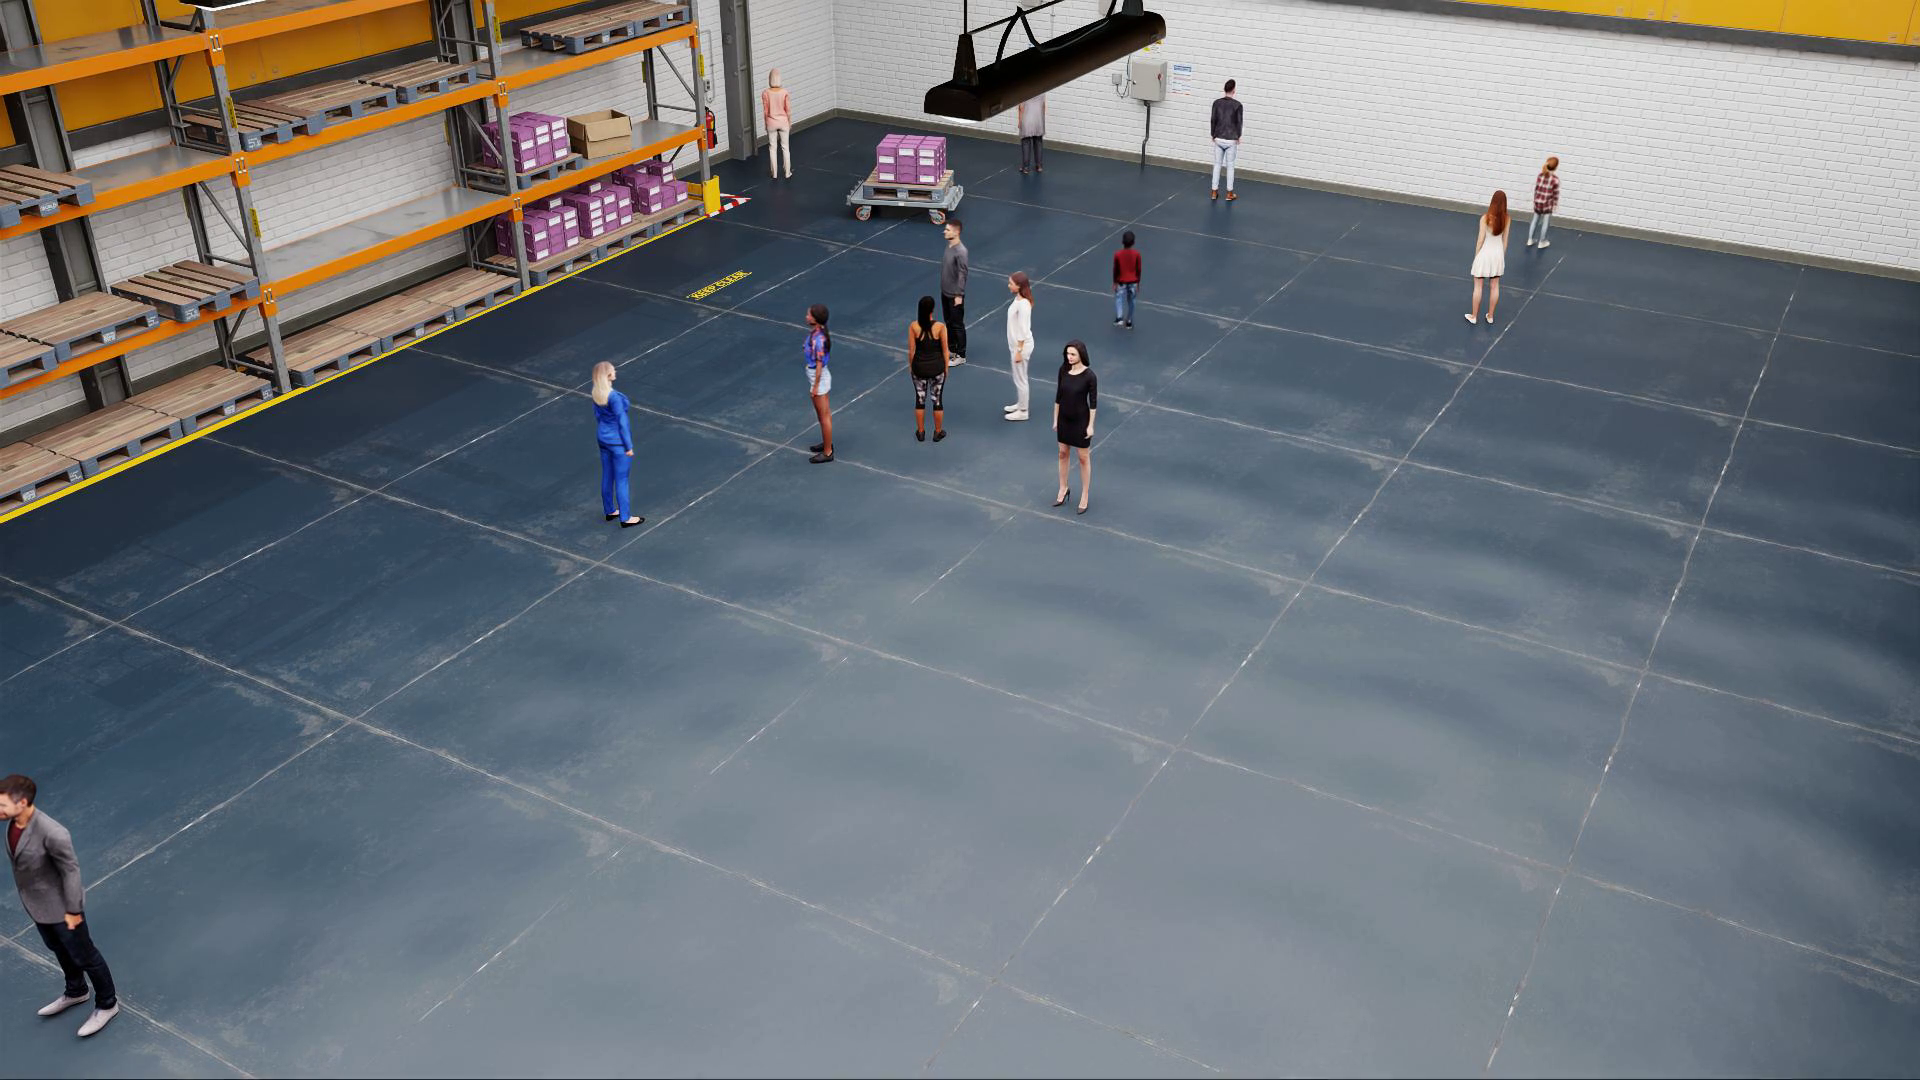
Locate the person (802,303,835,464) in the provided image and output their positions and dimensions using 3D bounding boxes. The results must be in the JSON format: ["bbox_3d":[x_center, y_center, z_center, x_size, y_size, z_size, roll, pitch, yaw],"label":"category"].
[{"bbox_3d":[-1.463,-1.656,17.405,0.726,1.741,0.620,-1,29,-1],"label":"person"}]

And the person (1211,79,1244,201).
[{"bbox_3d":[4.083,-6.146,25.537,0.662,1.835,0.561,13,31,23],"label":"person"}]

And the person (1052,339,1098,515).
[{"bbox_3d":[1.132,-1.125,16.366,0.618,1.804,0.508,19,34,31],"label":"person"}]

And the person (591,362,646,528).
[{"bbox_3d":[-3.367,-0.938,16.131,0.671,1.700,0.631,26,38,38],"label":"person"}]

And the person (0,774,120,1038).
[{"bbox_3d":[-5.564,2.200,10.196,0.663,1.874,0.574,16,32,26],"label":"person"}]

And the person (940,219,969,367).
[{"bbox_3d":[-0.076,-2.957,19.769,0.714,1.761,0.702,-15,32,-25],"label":"person"}]

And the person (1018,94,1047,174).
[{"bbox_3d":[1.161,-6.776,26.929,0.776,1.609,0.842,-10,30,-18],"label":"person"}]

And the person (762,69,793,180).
[{"bbox_3d":[-2.925,-6.664,26.604,0.685,1.725,0.713,-3,29,-6],"label":"person"}]

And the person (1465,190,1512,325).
[{"bbox_3d":[6.673,-3.564,20.935,0.648,1.712,0.678,-1,29,-2],"label":"person"}]

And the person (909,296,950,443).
[{"bbox_3d":[-0.339,-1.850,17.845,0.647,1.661,0.636,3,29,5],"label":"person"}]

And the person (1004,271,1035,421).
[{"bbox_3d":[0.679,-2.151,18.371,0.747,1.685,0.654,-3,29,-5],"label":"person"}]

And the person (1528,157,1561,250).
[{"bbox_3d":[8.303,-4.806,23.635,0.593,1.305,0.582,-24,37,-37],"label":"person"}]

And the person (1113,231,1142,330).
[{"bbox_3d":[2.097,-3.231,20.811,0.579,1.246,0.605,1,29,2],"label":"person"}]
